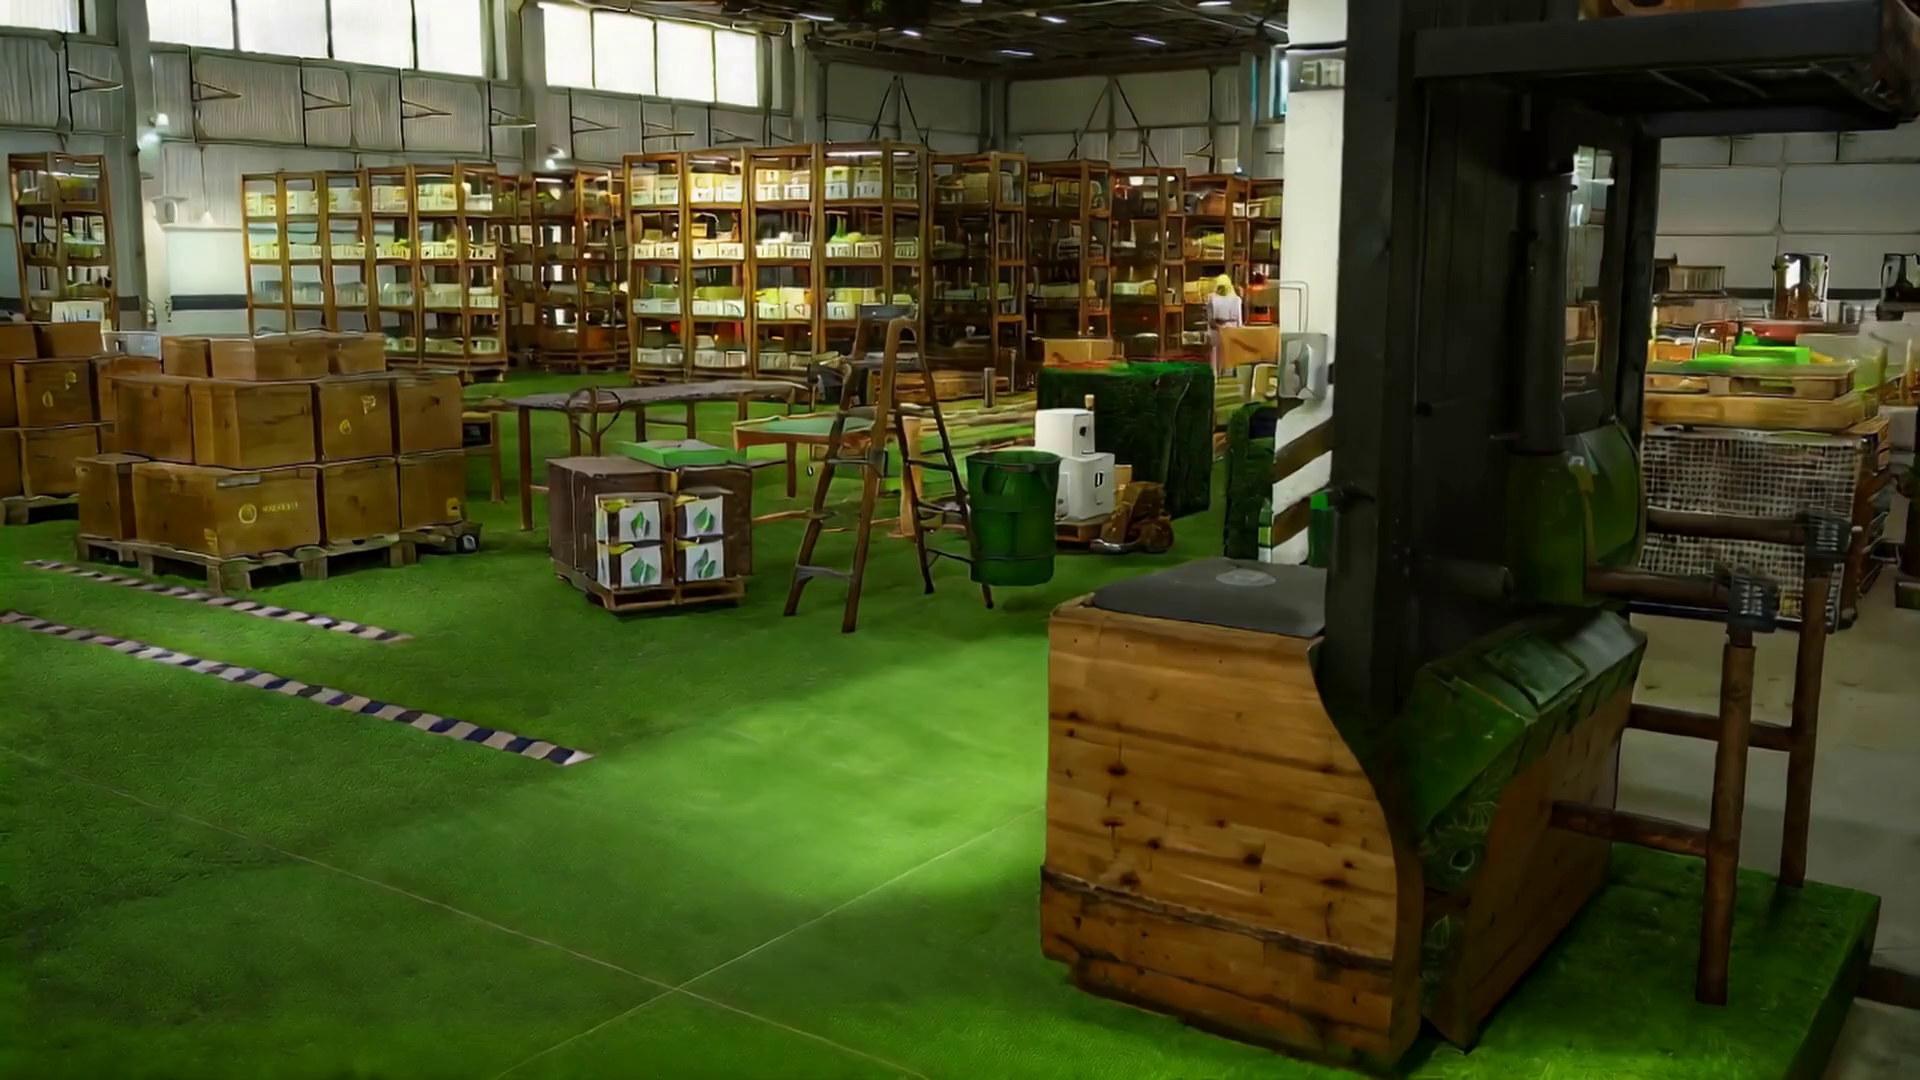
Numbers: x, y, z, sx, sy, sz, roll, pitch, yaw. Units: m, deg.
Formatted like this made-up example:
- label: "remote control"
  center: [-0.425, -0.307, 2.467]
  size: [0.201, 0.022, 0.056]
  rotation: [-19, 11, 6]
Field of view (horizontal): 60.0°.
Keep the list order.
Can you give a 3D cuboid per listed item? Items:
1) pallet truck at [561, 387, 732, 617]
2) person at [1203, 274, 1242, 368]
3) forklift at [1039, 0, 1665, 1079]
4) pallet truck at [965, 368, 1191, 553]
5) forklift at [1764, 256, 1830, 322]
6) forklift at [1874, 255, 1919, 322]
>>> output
- label: "pallet truck"
  center: [-1.981, -0.274, 10.088]
  size: [0.680, 1.201, 1.601]
  rotation: [-5, 11, -28]
- label: "person"
  center: [4.281, -3.444, 27.265]
  size: [0.620, 1.795, 0.841]
  rotation: [3, 10, 16]
- label: "forklift"
  center: [1.249, -0.137, 4.360]
  size: [1.873, 2.768, 1.129]
  rotation: [7, 12, 35]
- label: "pallet truck"
  center: [0.845, -0.609, 11.869]
  size: [1.630, 1.274, 0.653]
  rotation: [7, 12, 35]
- label: "forklift"
  center: [20.253, -5.854, 40.139]
  size: [1.157, 1.987, 2.680]
  rotation: [7, 12, 35]
- label: "forklift"
  center: [22.089, -5.634, 38.796]
  size: [1.157, 1.987, 2.680]
  rotation: [6, 11, 33]
